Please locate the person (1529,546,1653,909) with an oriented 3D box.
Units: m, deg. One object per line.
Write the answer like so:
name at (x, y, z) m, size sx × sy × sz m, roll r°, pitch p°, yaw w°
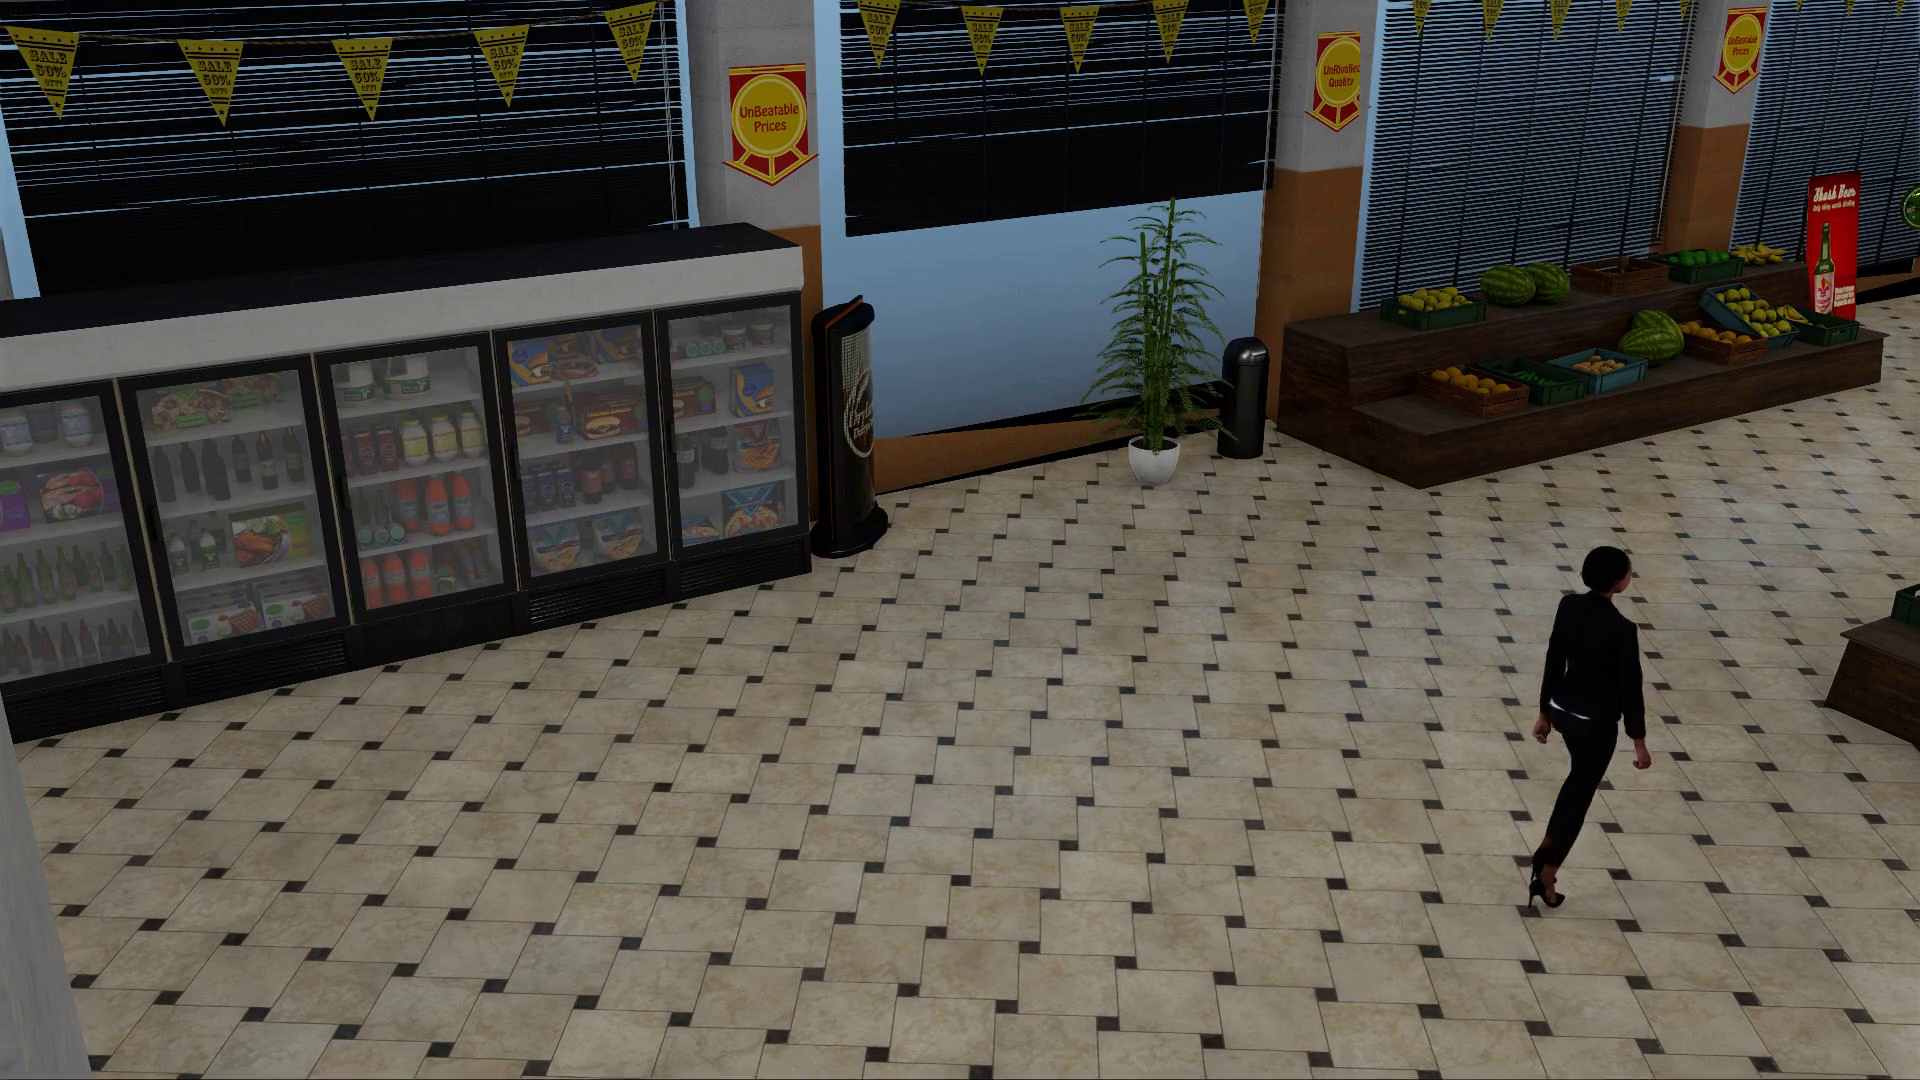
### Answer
person at (2.752, 0.895, 7.515) m, size 0.667 × 1.822 × 0.658 m, roll -8°, pitch 23°, yaw -19°
